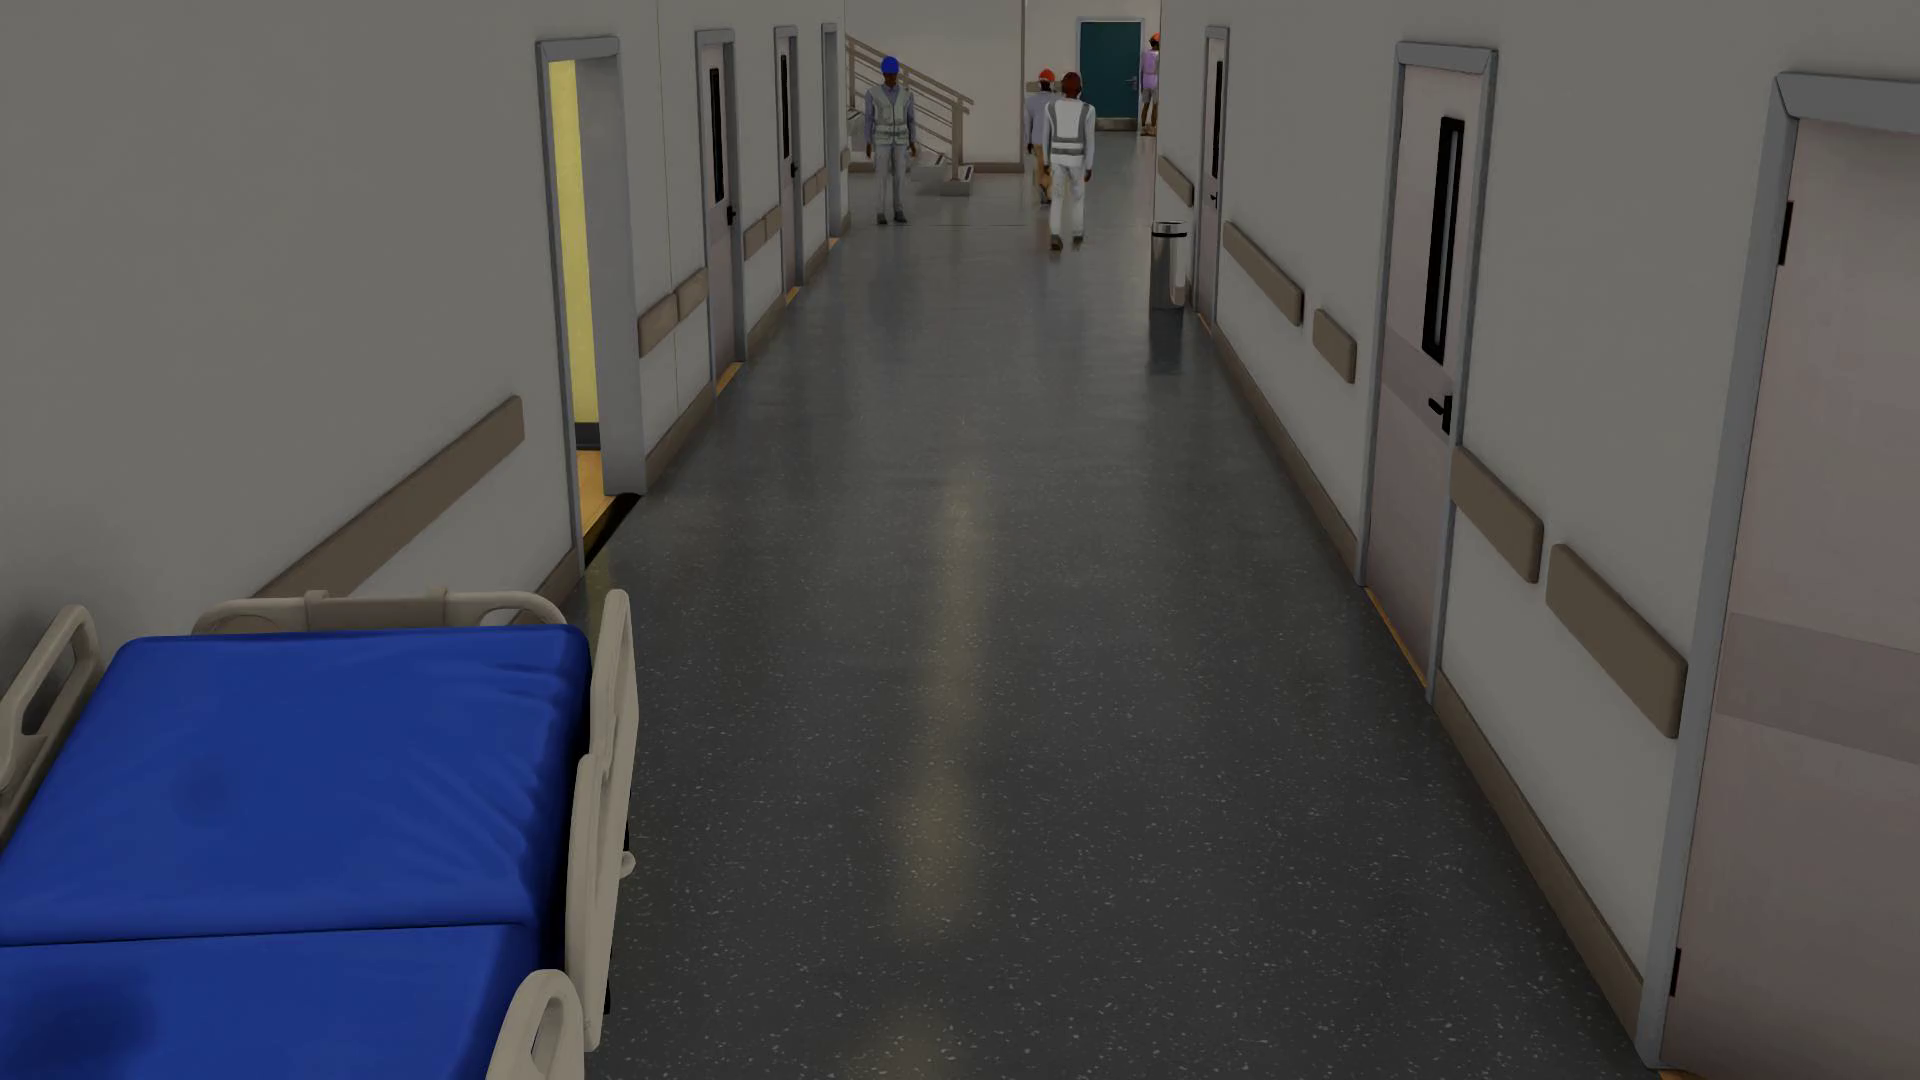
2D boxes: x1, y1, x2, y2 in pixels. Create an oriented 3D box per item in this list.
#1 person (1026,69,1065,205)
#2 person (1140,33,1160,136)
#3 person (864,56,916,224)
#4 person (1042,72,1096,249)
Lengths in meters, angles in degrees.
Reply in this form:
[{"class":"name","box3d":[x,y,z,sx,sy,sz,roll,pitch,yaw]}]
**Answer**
[{"class":"person","box3d":[1.094,-5.180,21.449,0.565,1.735,0.524,9,20,27]},{"class":"person","box3d":[3.910,-9.183,33.574,0.619,2.029,0.410,15,23,39]},{"class":"person","box3d":[-0.826,-4.748,19.779,0.618,1.944,0.406,-6,19,-17]},{"class":"person","box3d":[1.149,-4.036,17.719,0.579,1.847,0.969,4,18,11]}]
